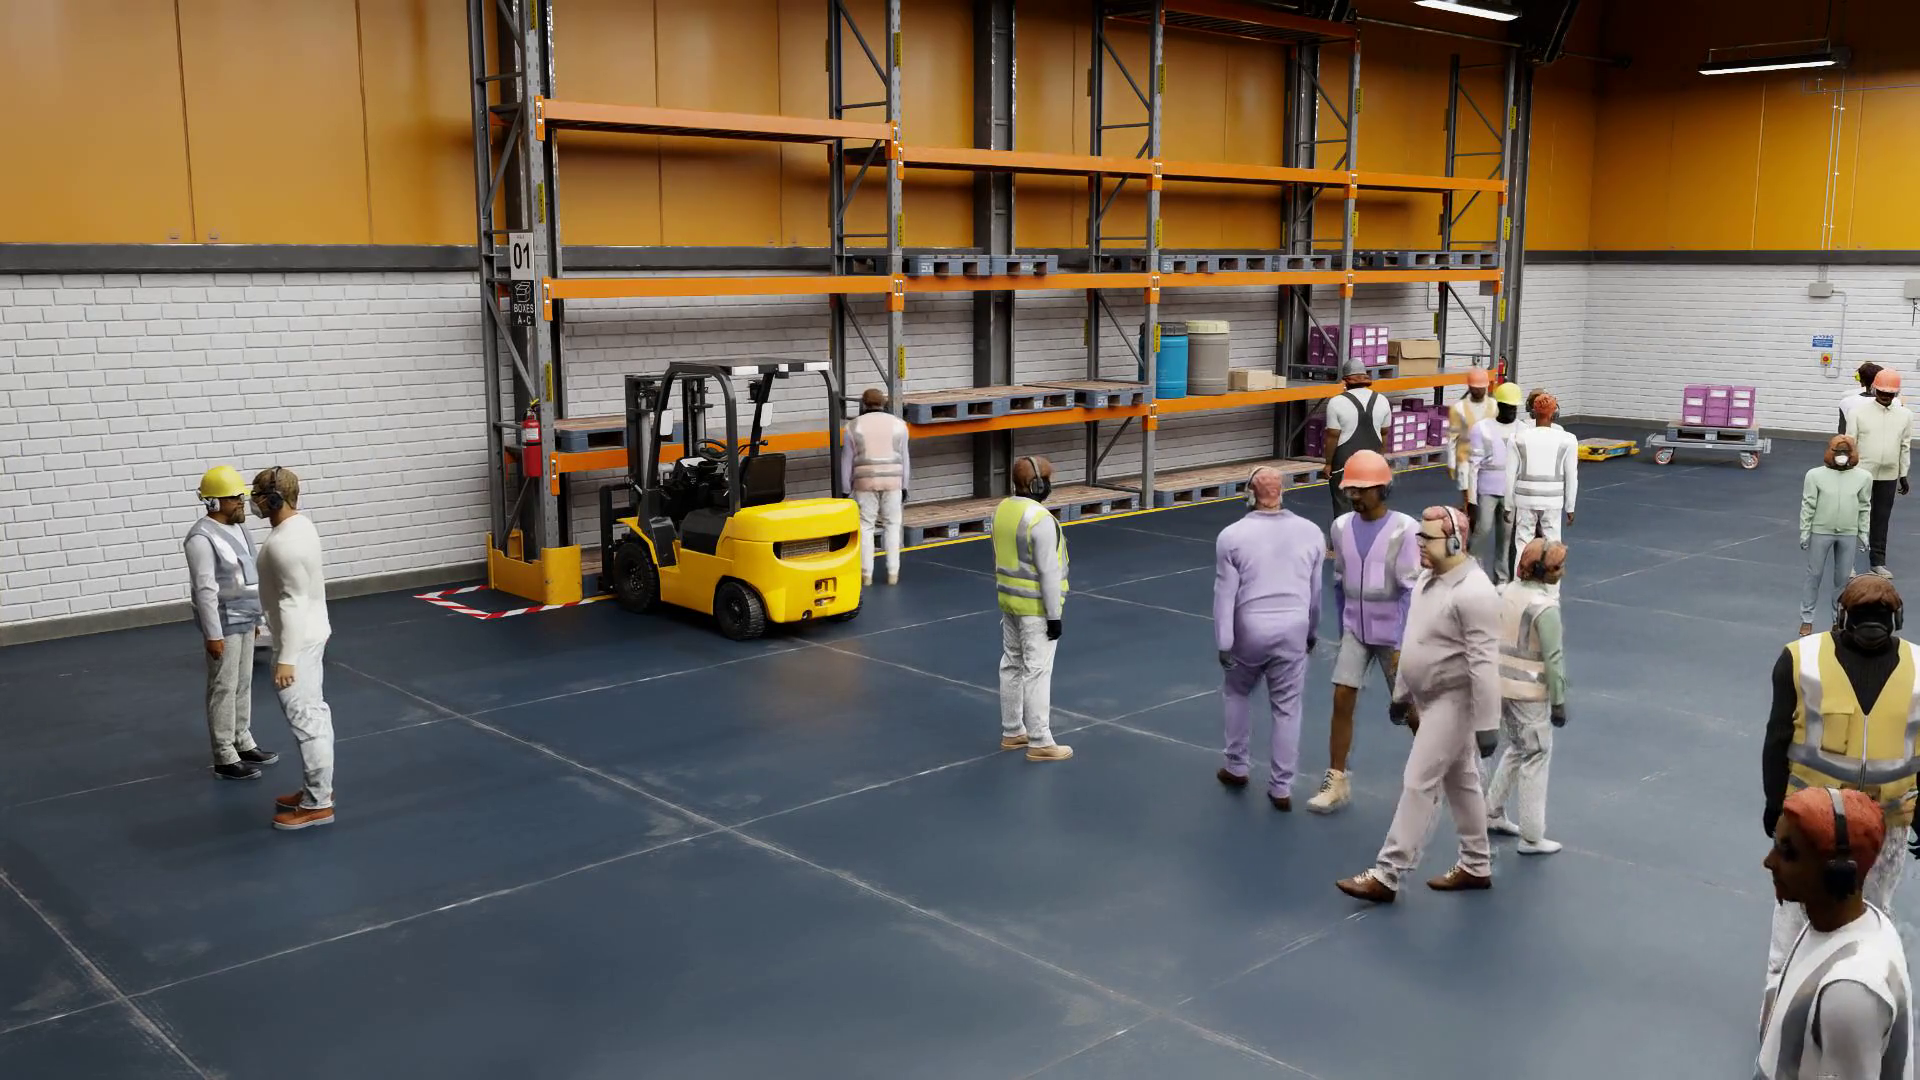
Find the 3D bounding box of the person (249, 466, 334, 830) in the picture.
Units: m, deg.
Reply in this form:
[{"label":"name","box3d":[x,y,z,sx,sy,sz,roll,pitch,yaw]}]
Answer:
[{"label":"person","box3d":[-3.547,0.566,8.862,0.369,1.938,0.630,-3,10,-14]}]

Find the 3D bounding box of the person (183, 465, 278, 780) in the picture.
[{"label":"person","box3d":[-4.251,0.474,9.715,0.404,1.832,0.594,0,10,-3]}]

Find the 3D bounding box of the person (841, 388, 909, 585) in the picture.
[{"label":"person","box3d":[-0.791,-0.486,15.381,0.649,1.822,0.432,-2,10,-11]}]

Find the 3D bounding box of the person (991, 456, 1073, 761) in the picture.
[{"label":"person","box3d":[0.439,0.408,10.069,0.429,1.845,0.625,-5,11,-29]}]

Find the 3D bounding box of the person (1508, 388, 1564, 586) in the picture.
[{"label":"person","box3d":[5.209,-0.456,15.120,0.506,1.845,0.342,6,11,31]}]

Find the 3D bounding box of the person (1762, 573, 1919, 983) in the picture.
[{"label":"person","box3d":[3.417,1.036,6.397,0.619,1.845,0.430,3,10,18]}]

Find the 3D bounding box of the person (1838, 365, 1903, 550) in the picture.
[{"label":"person","box3d":[9.379,-0.846,17.191,0.593,1.920,0.391,5,11,28]}]

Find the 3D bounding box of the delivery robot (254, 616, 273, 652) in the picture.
[{"label":"delivery robot","box3d":[-5.154,0.619,12.325,0.707,0.478,0.477,-2,10,-11]}]

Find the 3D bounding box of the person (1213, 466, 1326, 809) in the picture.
[{"label":"person","box3d":[1.703,0.518,9.329,0.655,1.875,0.792,-1,10,-4]}]

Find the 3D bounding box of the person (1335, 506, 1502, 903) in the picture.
[{"label":"person","box3d":[2.150,0.774,7.819,0.907,1.871,0.677,-1,10,-4]}]

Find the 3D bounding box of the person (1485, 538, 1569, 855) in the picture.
[{"label":"person","box3d":[2.897,0.785,8.483,0.348,1.624,0.530,-1,10,-7]}]

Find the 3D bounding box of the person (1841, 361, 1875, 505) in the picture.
[{"label":"person","box3d":[10.076,-1.060,18.585,0.514,1.873,0.328,4,10,21]}]

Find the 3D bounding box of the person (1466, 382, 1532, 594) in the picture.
[{"label":"person","box3d":[4.817,-0.444,14.809,0.613,1.926,0.389,-1,10,-9]}]

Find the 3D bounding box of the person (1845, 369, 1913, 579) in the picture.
[{"label":"person","box3d":[8.625,-0.618,15.660,0.610,1.985,0.393,1,10,5]}]

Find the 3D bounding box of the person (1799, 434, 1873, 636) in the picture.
[{"label":"person","box3d":[6.961,-0.030,13.243,0.509,1.631,0.267,3,10,15]}]

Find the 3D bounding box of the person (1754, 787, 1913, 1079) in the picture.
[{"label":"person","box3d":[2.066,1.474,3.788,0.785,1.862,0.585,5,11,25]}]

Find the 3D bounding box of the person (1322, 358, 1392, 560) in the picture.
[{"label":"person","box3d":[3.913,-0.812,16.633,0.676,2.000,0.536,-3,10,-15]}]

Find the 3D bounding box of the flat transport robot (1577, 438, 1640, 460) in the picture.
[{"label":"flat transport robot","box3d":[9.658,-1.382,25.144,1.431,0.197,0.652,-10,14,-44]}]

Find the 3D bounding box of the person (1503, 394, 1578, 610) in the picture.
[{"label":"person","box3d":[4.886,-0.289,14.027,0.581,1.882,0.339,3,10,19]}]

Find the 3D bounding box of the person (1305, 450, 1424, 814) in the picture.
[{"label":"person","box3d":[2.350,0.482,9.220,1.017,1.998,0.649,-9,13,-43]}]

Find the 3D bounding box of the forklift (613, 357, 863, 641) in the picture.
[{"label":"forklift","box3d":[-1.847,-0.414,13.852,1.214,2.155,2.313,-9,13,-42]}]

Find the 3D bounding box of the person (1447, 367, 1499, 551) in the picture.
[{"label":"person","box3d":[5.308,-0.838,17.145,0.576,1.915,0.514,1,10,3]}]
